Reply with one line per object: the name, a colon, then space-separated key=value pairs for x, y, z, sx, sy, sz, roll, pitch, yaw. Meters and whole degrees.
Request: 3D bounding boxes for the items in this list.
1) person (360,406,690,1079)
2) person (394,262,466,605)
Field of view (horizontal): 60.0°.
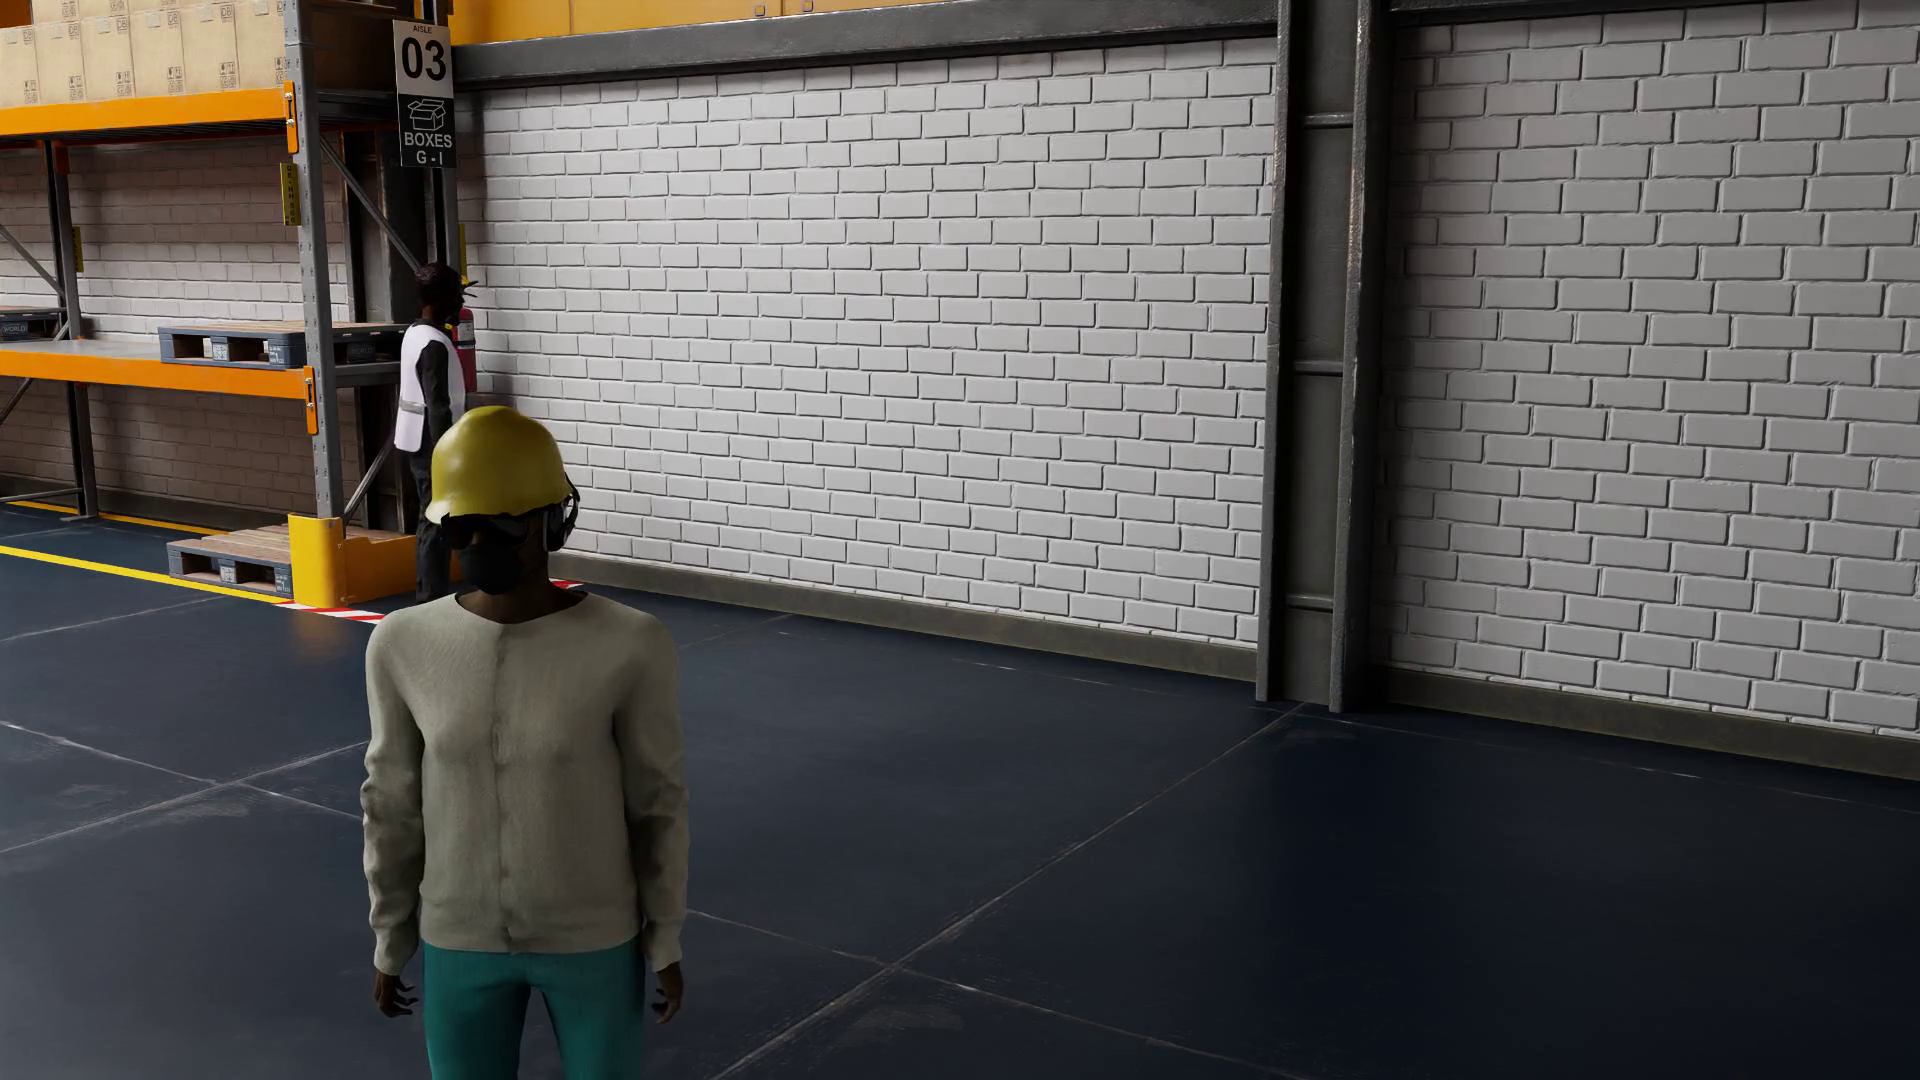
person: x=-0.712 y=0.659 z=2.739 sx=0.533 sy=1.767 sz=0.324 roll=0 pitch=10 yaw=0
person: x=-2.683 y=-0.451 z=8.508 sx=0.394 sy=1.913 sz=0.592 roll=-4 pitch=11 yaw=-23
